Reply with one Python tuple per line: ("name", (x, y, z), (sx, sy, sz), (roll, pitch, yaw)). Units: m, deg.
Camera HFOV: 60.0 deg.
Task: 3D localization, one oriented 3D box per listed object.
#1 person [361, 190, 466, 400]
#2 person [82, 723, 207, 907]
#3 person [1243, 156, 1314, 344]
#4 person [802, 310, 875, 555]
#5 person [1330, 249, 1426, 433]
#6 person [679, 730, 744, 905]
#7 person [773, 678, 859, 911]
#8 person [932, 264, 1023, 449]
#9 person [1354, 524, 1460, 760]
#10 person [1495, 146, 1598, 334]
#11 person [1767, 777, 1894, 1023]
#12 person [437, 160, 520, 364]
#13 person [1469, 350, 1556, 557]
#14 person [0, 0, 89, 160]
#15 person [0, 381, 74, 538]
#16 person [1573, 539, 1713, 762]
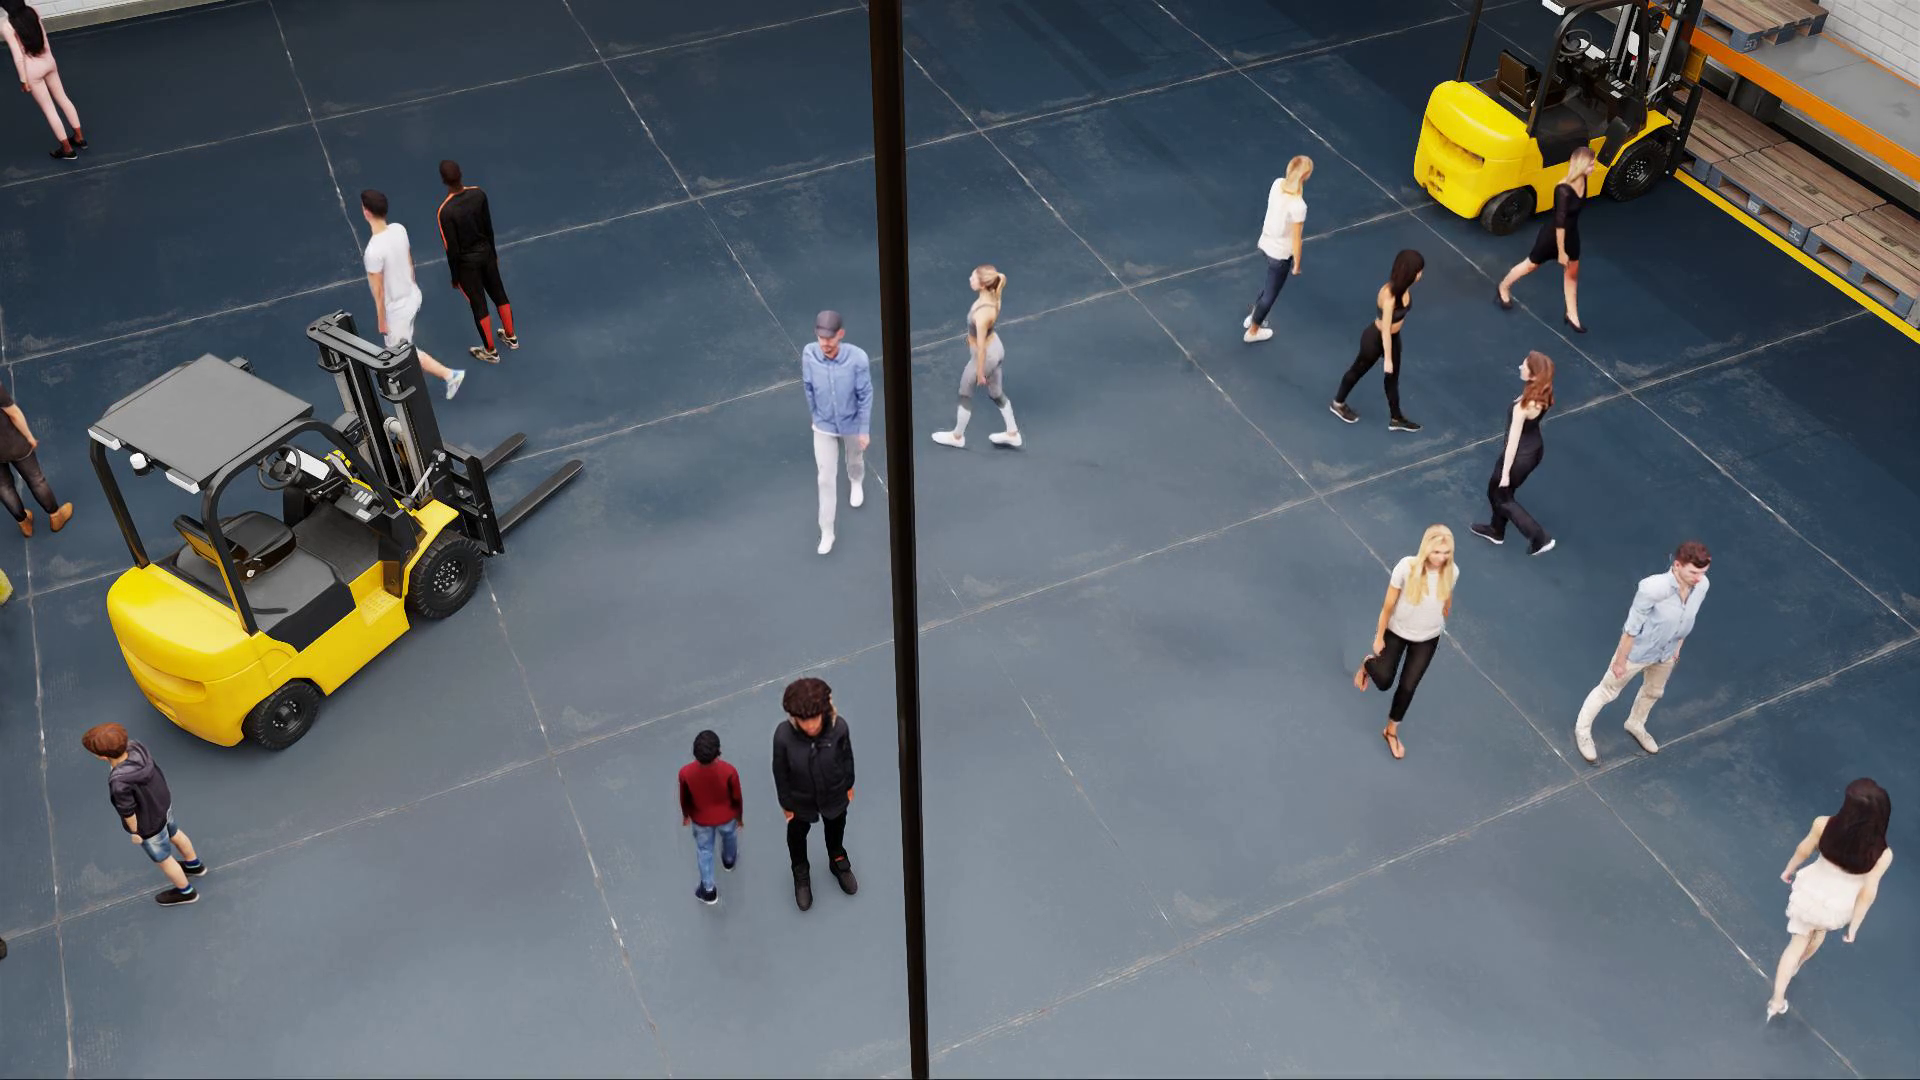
("person", (-4.266, -1.824, 12.901), (1.092, 1.816, 1.070), (4, 44, 5))
("person", (-4.696, 1.569, 9.607), (0.663, 1.447, 0.560), (-2, 44, -2))
("person", (2.477, -2.294, 13.411), (0.704, 1.793, 0.545), (-16, 46, -17))
("person", (-0.832, -0.889, 11.904), (1.027, 1.839, 1.232), (3, 44, 4))
("person", (3.154, -1.558, 12.771), (1.053, 1.610, 0.854), (30, 51, 28))
("person", (-1.443, 1.626, 9.700), (0.632, 1.237, 0.784), (-8, 44, -8))
("person", (-0.831, 1.419, 9.524), (0.645, 1.779, 0.613), (-13, 45, -13))
("person", (0.254, -1.357, 12.506), (0.979, 1.685, 0.921), (13, 45, 14))
("person", (2.777, 0.539, 10.422), (0.801, 1.814, 0.999), (-4, 44, -4))
("person", (4.850, -2.500, 13.750), (0.776, 1.625, 1.128), (-32, 52, -29))
("person", (4.641, 2.018, 8.955), (0.819, 1.696, 0.771), (-31, 51, -28))
("person", (-3.890, -2.242, 13.346), (0.693, 1.808, 0.703), (29, 51, 27))
("person", (3.997, -0.541, 11.623), (0.962, 1.723, 0.787), (31, 52, 29))
("person", (-8.697, -4.436, 15.712), (0.759, 1.722, 0.679), (10, 45, 10))
("person", (-6.842, -0.722, 11.820), (0.668, 1.712, 0.623), (-8, 44, -8))
("person", (4.254, 0.659, 10.278), (0.719, 1.840, 0.629), (-11, 45, -11))
